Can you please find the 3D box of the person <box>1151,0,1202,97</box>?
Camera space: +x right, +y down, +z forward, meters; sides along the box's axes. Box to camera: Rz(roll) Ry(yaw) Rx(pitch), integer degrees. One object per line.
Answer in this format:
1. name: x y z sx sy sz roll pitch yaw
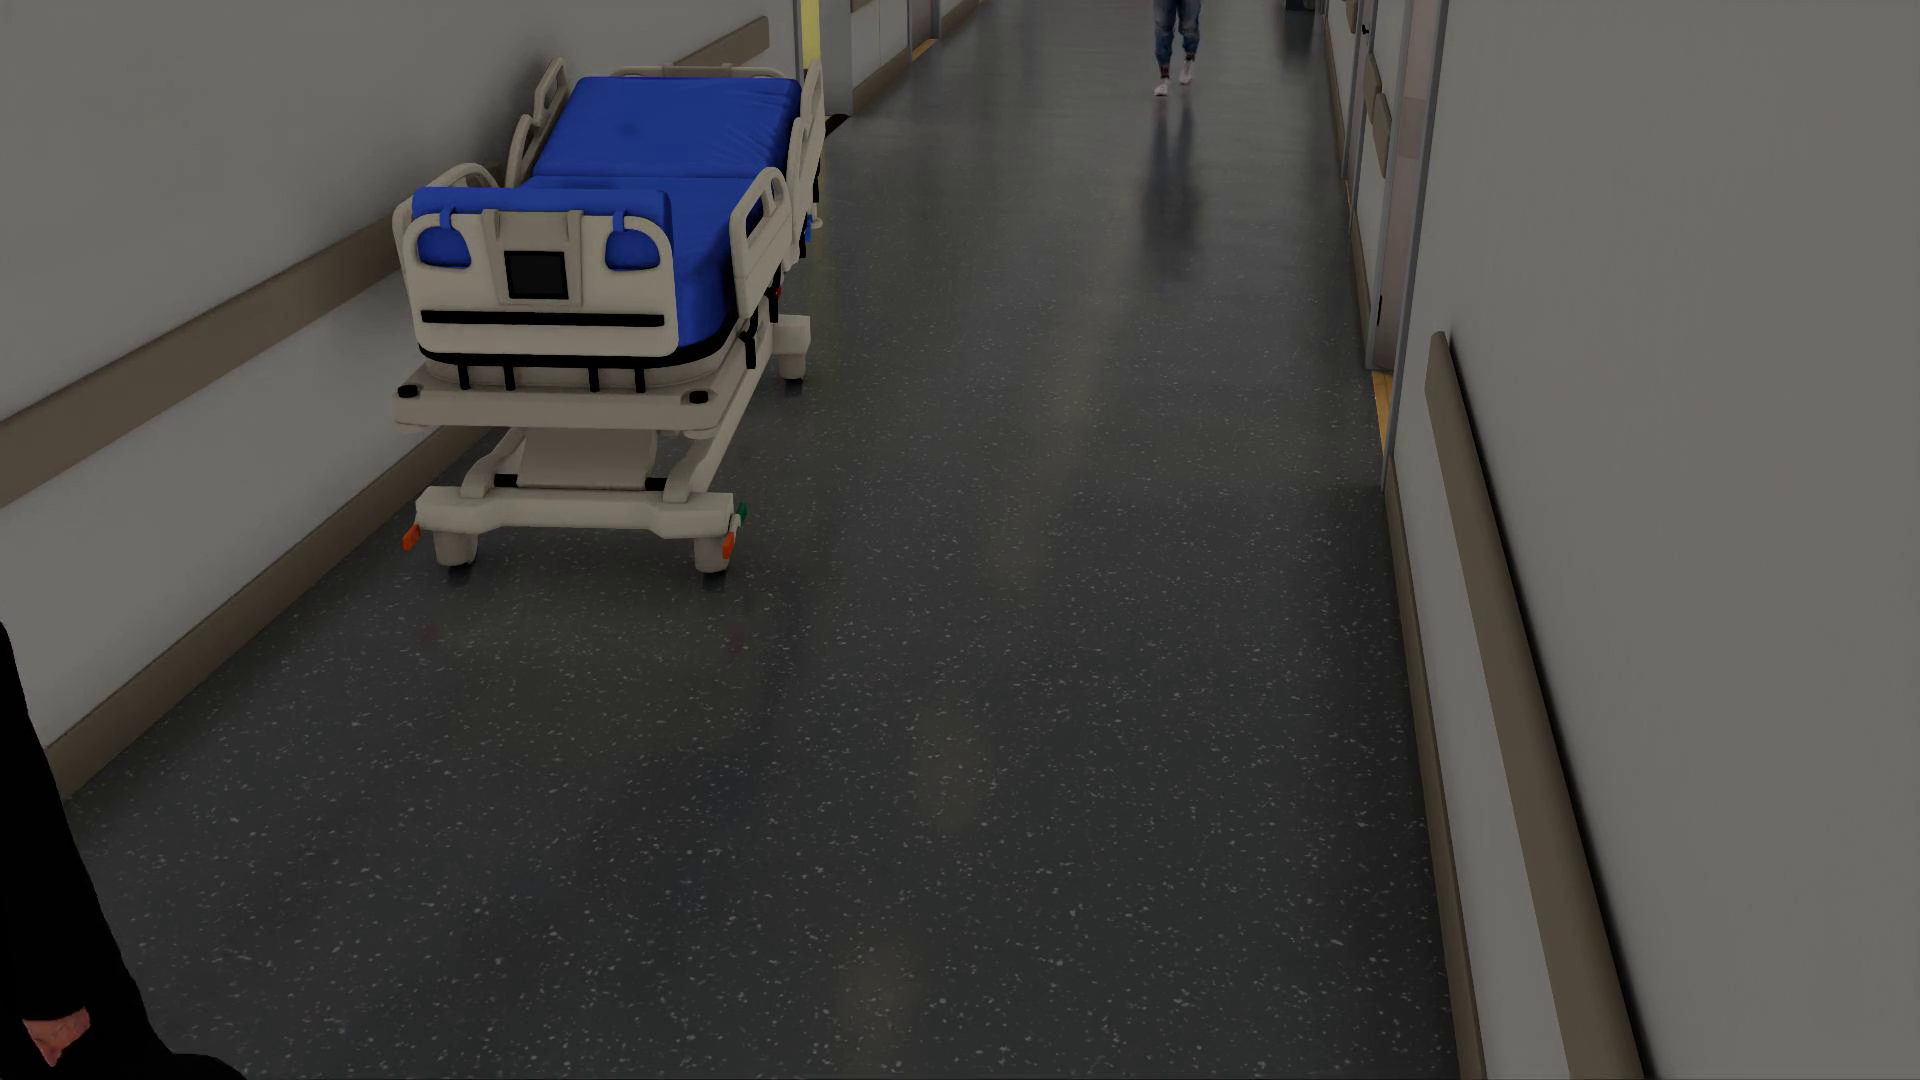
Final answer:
1. person: 1.682 -4.297 12.562 1.093 1.782 0.828 7 27 14
